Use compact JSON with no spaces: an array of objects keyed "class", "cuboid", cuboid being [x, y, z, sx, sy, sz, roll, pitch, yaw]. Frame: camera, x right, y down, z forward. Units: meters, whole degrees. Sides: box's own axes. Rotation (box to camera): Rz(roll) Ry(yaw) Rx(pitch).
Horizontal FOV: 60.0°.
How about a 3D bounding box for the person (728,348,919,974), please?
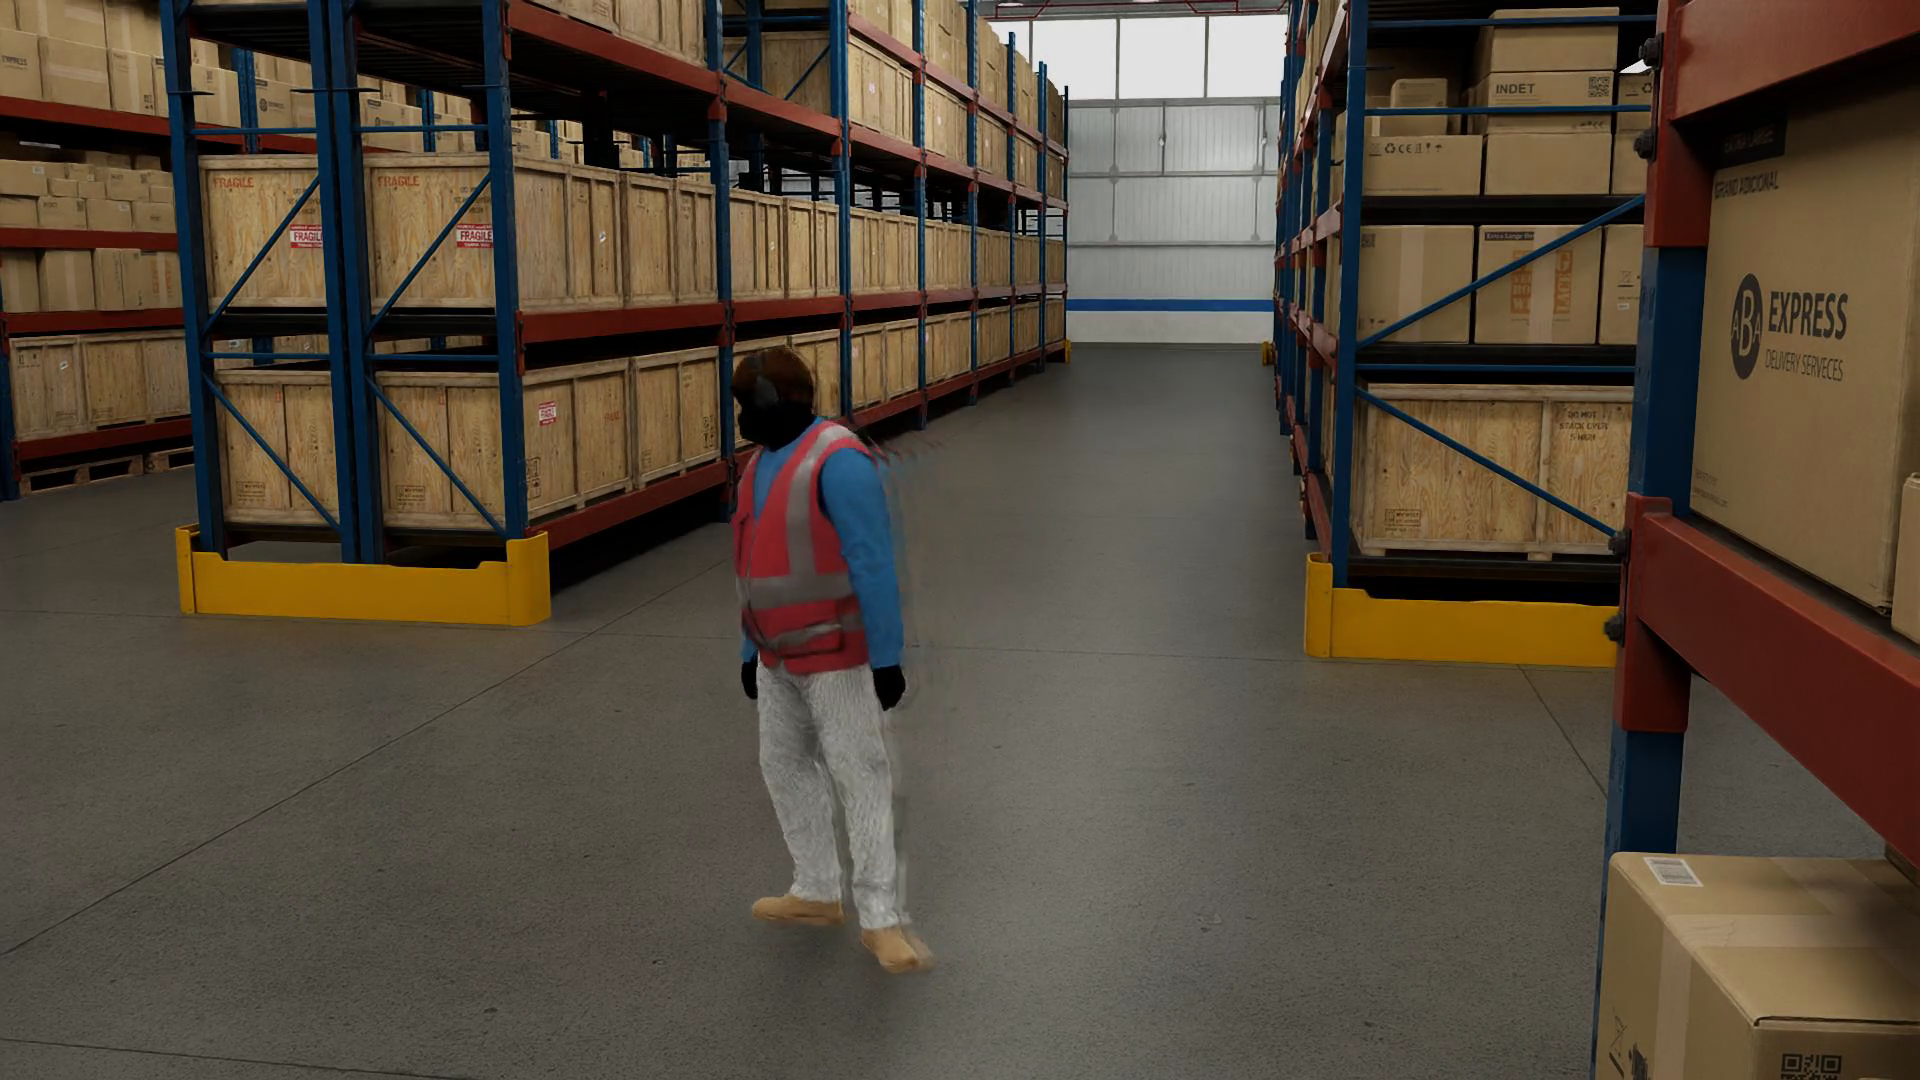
[{"class":"person","cuboid":[-0.407,0.348,4.898,0.433,1.809,0.756,-7,12,-38]}]
